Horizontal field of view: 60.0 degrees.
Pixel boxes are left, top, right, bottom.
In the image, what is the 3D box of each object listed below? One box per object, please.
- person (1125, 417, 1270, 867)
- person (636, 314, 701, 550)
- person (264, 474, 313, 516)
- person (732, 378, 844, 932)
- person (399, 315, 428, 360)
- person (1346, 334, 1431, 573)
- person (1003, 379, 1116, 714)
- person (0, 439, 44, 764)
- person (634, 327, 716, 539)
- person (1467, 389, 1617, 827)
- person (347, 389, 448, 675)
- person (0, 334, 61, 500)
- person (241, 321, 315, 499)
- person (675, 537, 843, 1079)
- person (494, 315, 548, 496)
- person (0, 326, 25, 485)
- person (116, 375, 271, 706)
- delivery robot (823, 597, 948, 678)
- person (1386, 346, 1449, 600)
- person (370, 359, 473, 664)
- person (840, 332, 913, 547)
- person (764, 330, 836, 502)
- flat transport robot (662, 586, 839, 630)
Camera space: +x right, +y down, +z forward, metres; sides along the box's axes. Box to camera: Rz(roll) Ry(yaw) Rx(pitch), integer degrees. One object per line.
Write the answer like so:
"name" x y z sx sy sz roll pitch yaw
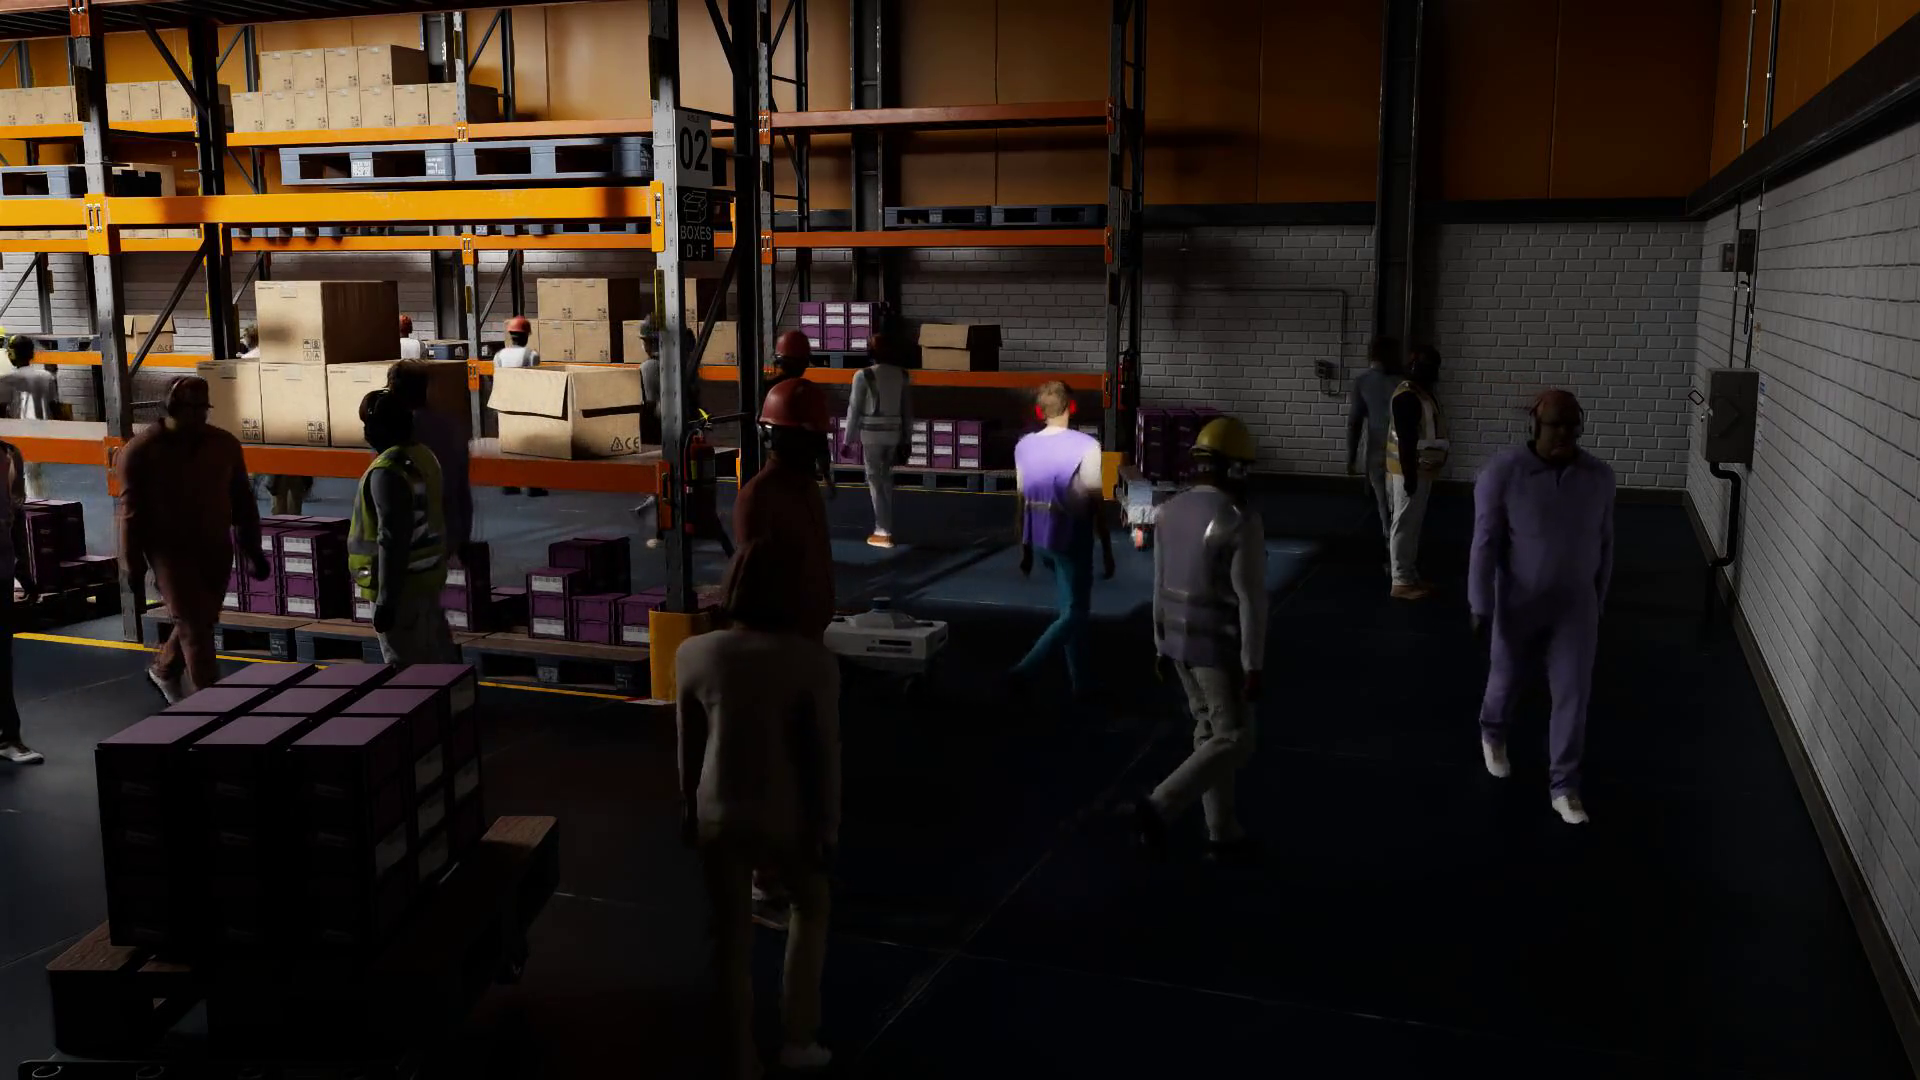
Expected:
"person" 0.940 0.422 6.558 0.619 1.801 0.616 -5 10 -28
"person" -2.546 -0.925 14.264 0.540 2.000 0.714 5 10 30
"person" -4.982 -0.524 12.331 0.331 1.864 0.555 1 9 7
"person" -0.617 0.404 6.077 0.392 1.989 0.617 2 9 15
"person" -6.622 -1.748 19.927 0.354 1.883 0.572 9 12 43
"person" 3.395 -0.675 13.135 0.646 1.894 0.668 7 11 36
"person" 0.542 0.032 9.000 0.808 1.803 0.590 -8 12 -40
"person" -4.657 0.153 7.853 0.366 1.927 0.585 5 10 30
"person" -2.522 -0.933 14.726 0.617 1.916 0.634 -2 9 -14
"person" 2.589 0.246 7.449 0.654 1.864 0.955 0 9 1
"person" -2.589 0.225 7.676 0.429 1.839 0.630 0 9 -3
"person" -8.212 -0.865 14.527 0.879 1.832 0.530 3 10 21
"person" -7.199 -1.327 17.268 1.017 1.896 0.647 1 9 7
"person" -0.571 0.795 4.781 0.516 1.616 0.485 1 9 9
"person" -4.685 -1.430 17.770 0.548 1.935 0.372 3 9 16
"person" -10.656 -1.493 18.476 0.403 1.835 0.588 5 11 31
"person" -4.050 0.059 8.683 0.952 1.860 0.644 6 11 34
"delivery robot" -0.432 0.561 9.290 0.707 0.478 0.477 2 9 14
"person" 3.355 -0.495 12.208 0.430 1.840 0.622 5 10 26
"person" -2.846 0.015 8.743 0.484 1.923 0.646 3 9 17
"person" -0.773 -0.880 14.511 0.600 1.866 0.595 -8 12 -40
"person" -1.159 -0.461 11.569 0.633 1.991 0.501 -8 12 -42
"flat transport robot" -1.593 0.466 11.070 1.431 0.197 0.652 3 10 21
